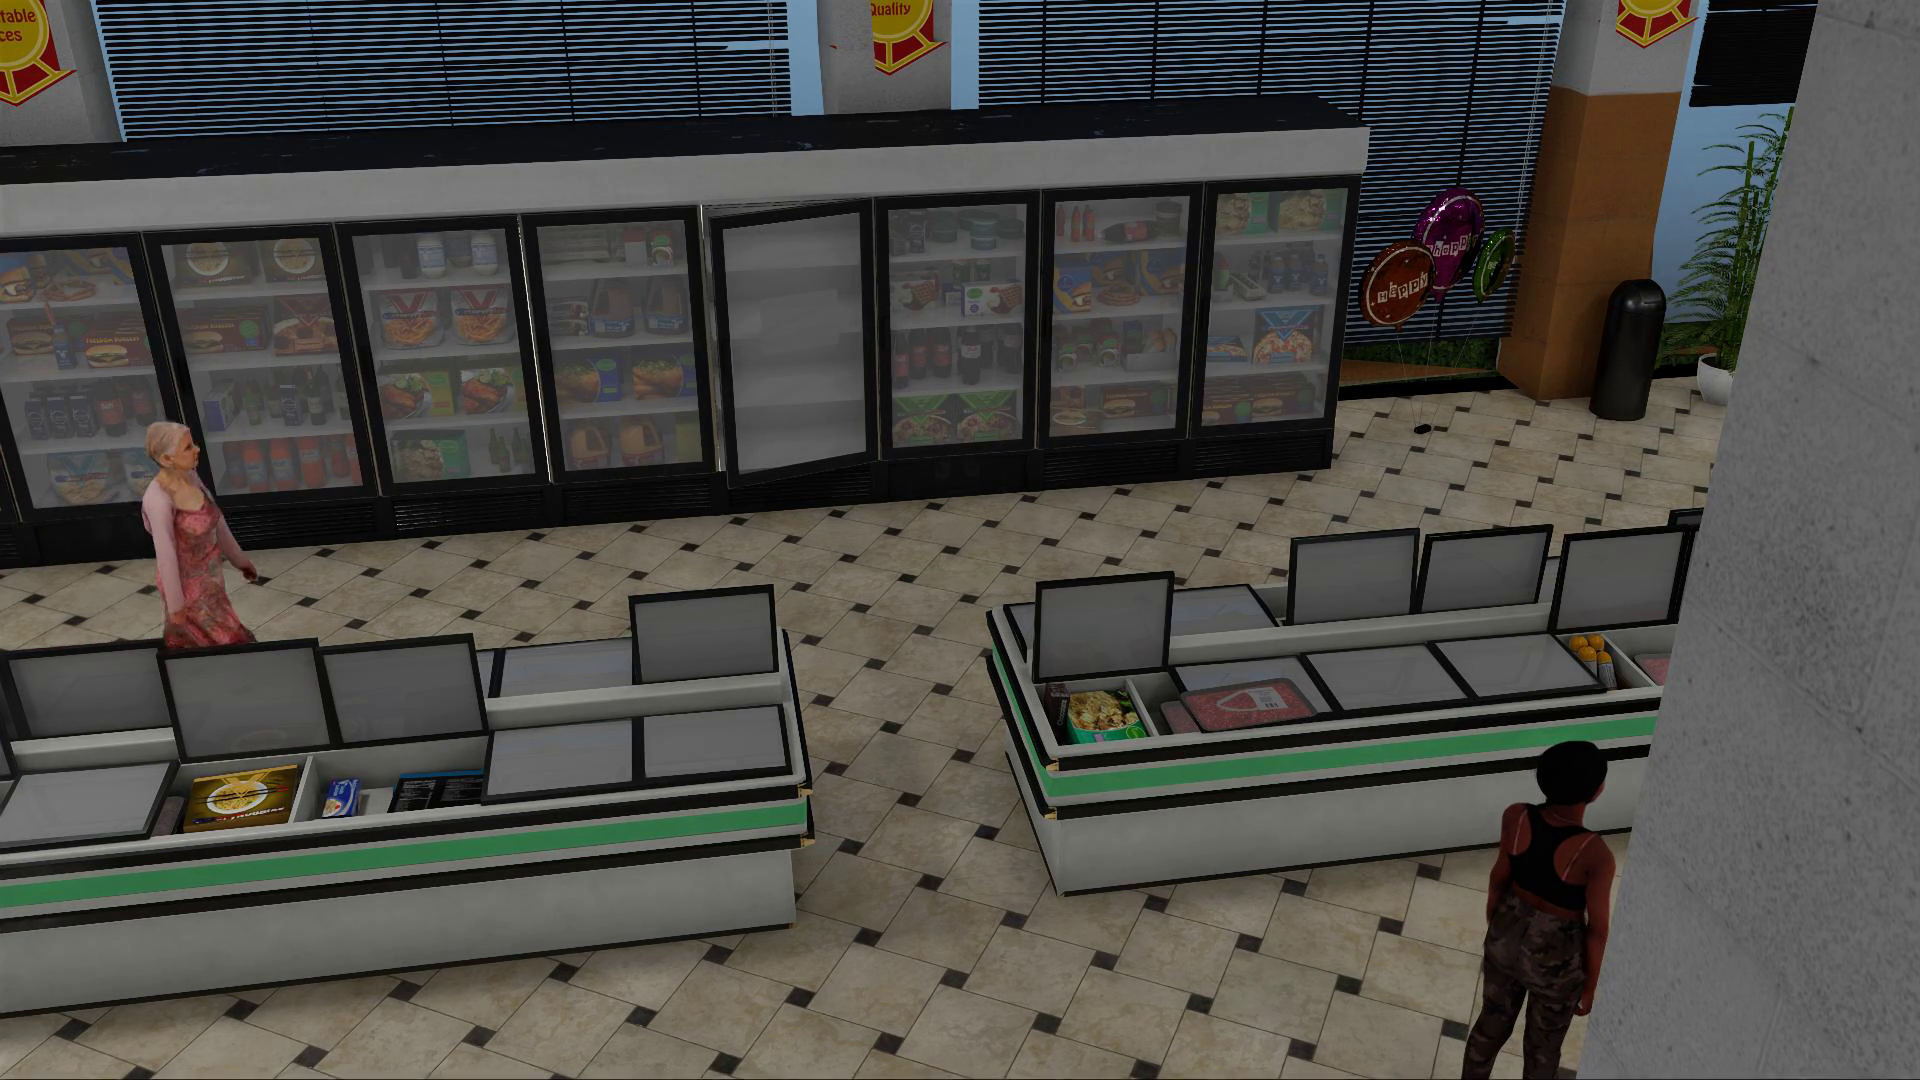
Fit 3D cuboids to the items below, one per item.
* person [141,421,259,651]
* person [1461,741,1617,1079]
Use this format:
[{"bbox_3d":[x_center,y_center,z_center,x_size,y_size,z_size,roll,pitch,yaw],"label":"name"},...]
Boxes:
[{"bbox_3d":[-3.758,0.224,7.977,0.838,1.666,0.604,-5,27,-10],"label":"person"},{"bbox_3d":[1.941,1.402,5.617,0.673,1.699,0.659,-21,34,-36],"label":"person"}]
